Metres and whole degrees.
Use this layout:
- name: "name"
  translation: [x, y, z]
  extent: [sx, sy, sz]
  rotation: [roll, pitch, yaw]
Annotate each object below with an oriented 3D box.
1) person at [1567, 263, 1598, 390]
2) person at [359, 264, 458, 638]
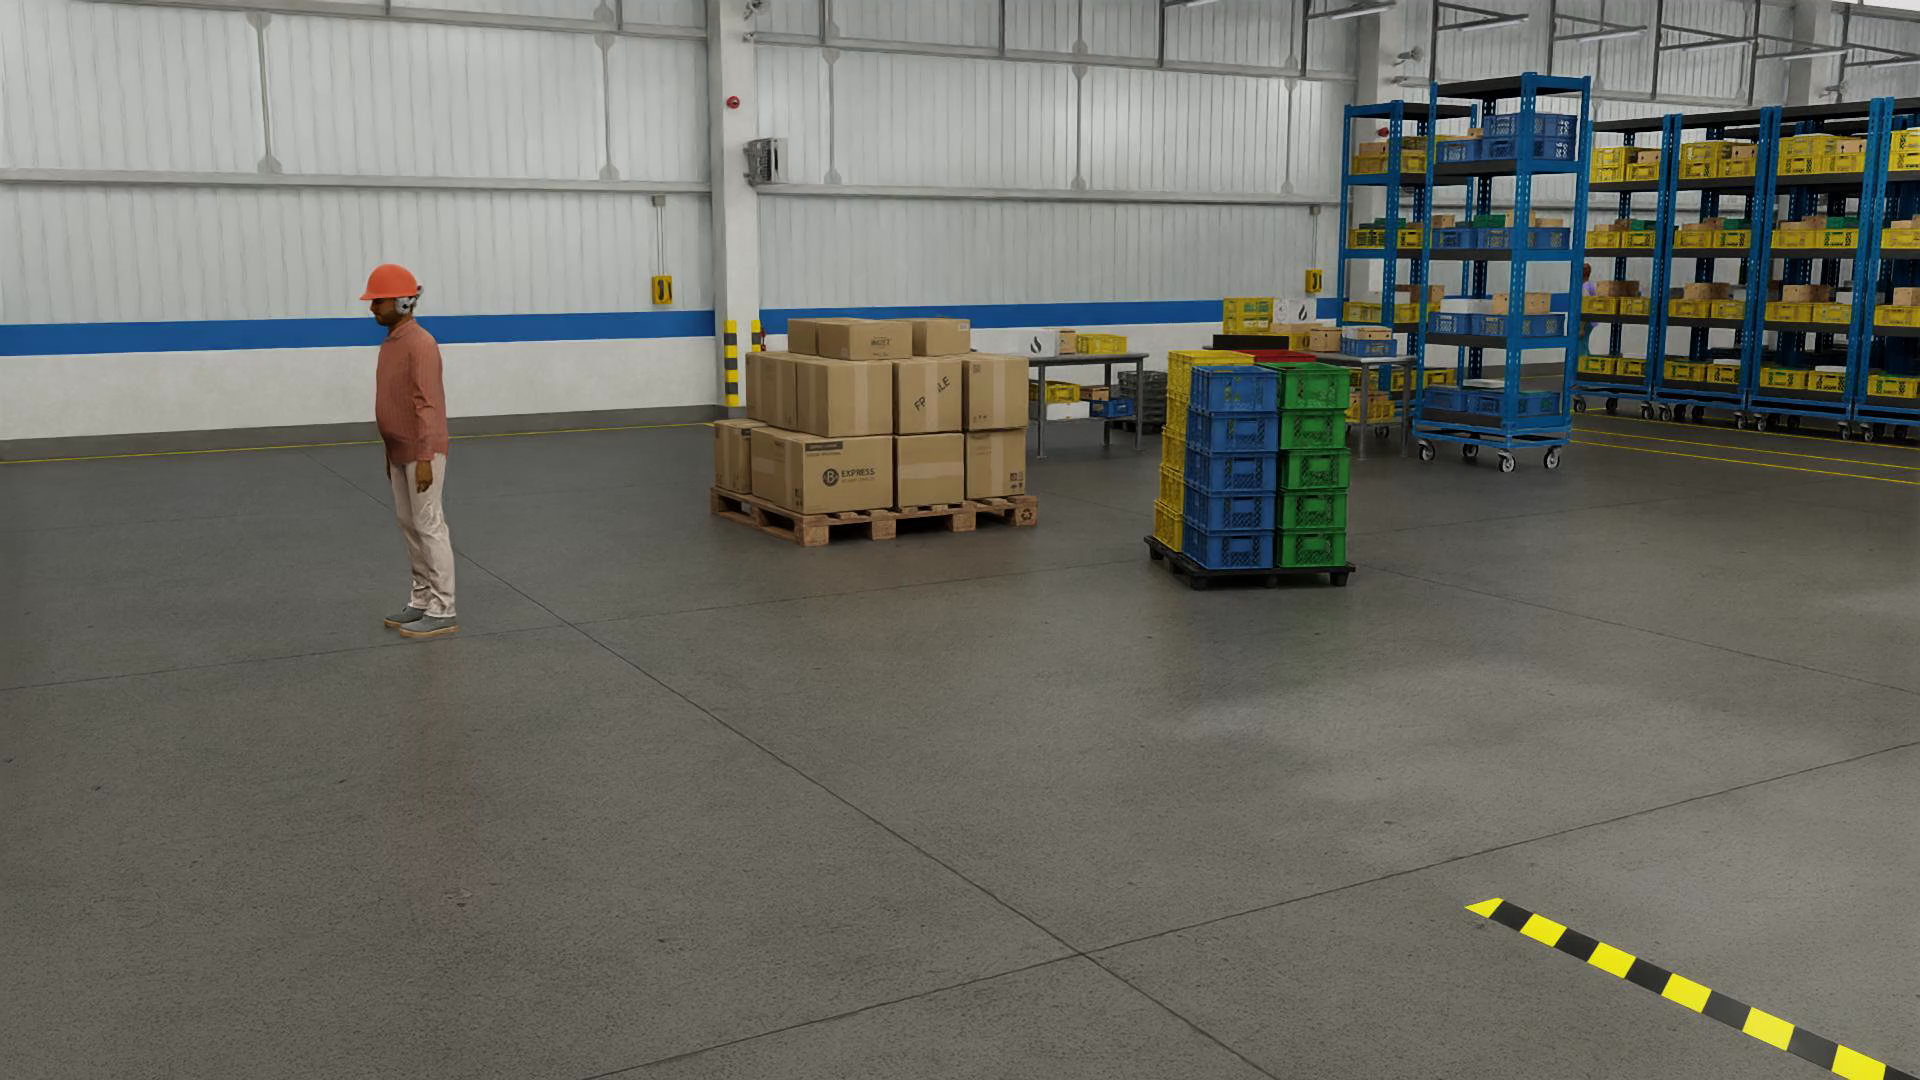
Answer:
- name: "person"
  translation: [8.940, -3.046, 23.847]
  extent: [0.396, 1.847, 0.565]
  rotation: [3, 11, 19]
- name: "person"
  translation: [-2.954, -0.472, 8.899]
  extent: [0.405, 1.987, 0.608]
  rotation: [-8, 13, -39]
